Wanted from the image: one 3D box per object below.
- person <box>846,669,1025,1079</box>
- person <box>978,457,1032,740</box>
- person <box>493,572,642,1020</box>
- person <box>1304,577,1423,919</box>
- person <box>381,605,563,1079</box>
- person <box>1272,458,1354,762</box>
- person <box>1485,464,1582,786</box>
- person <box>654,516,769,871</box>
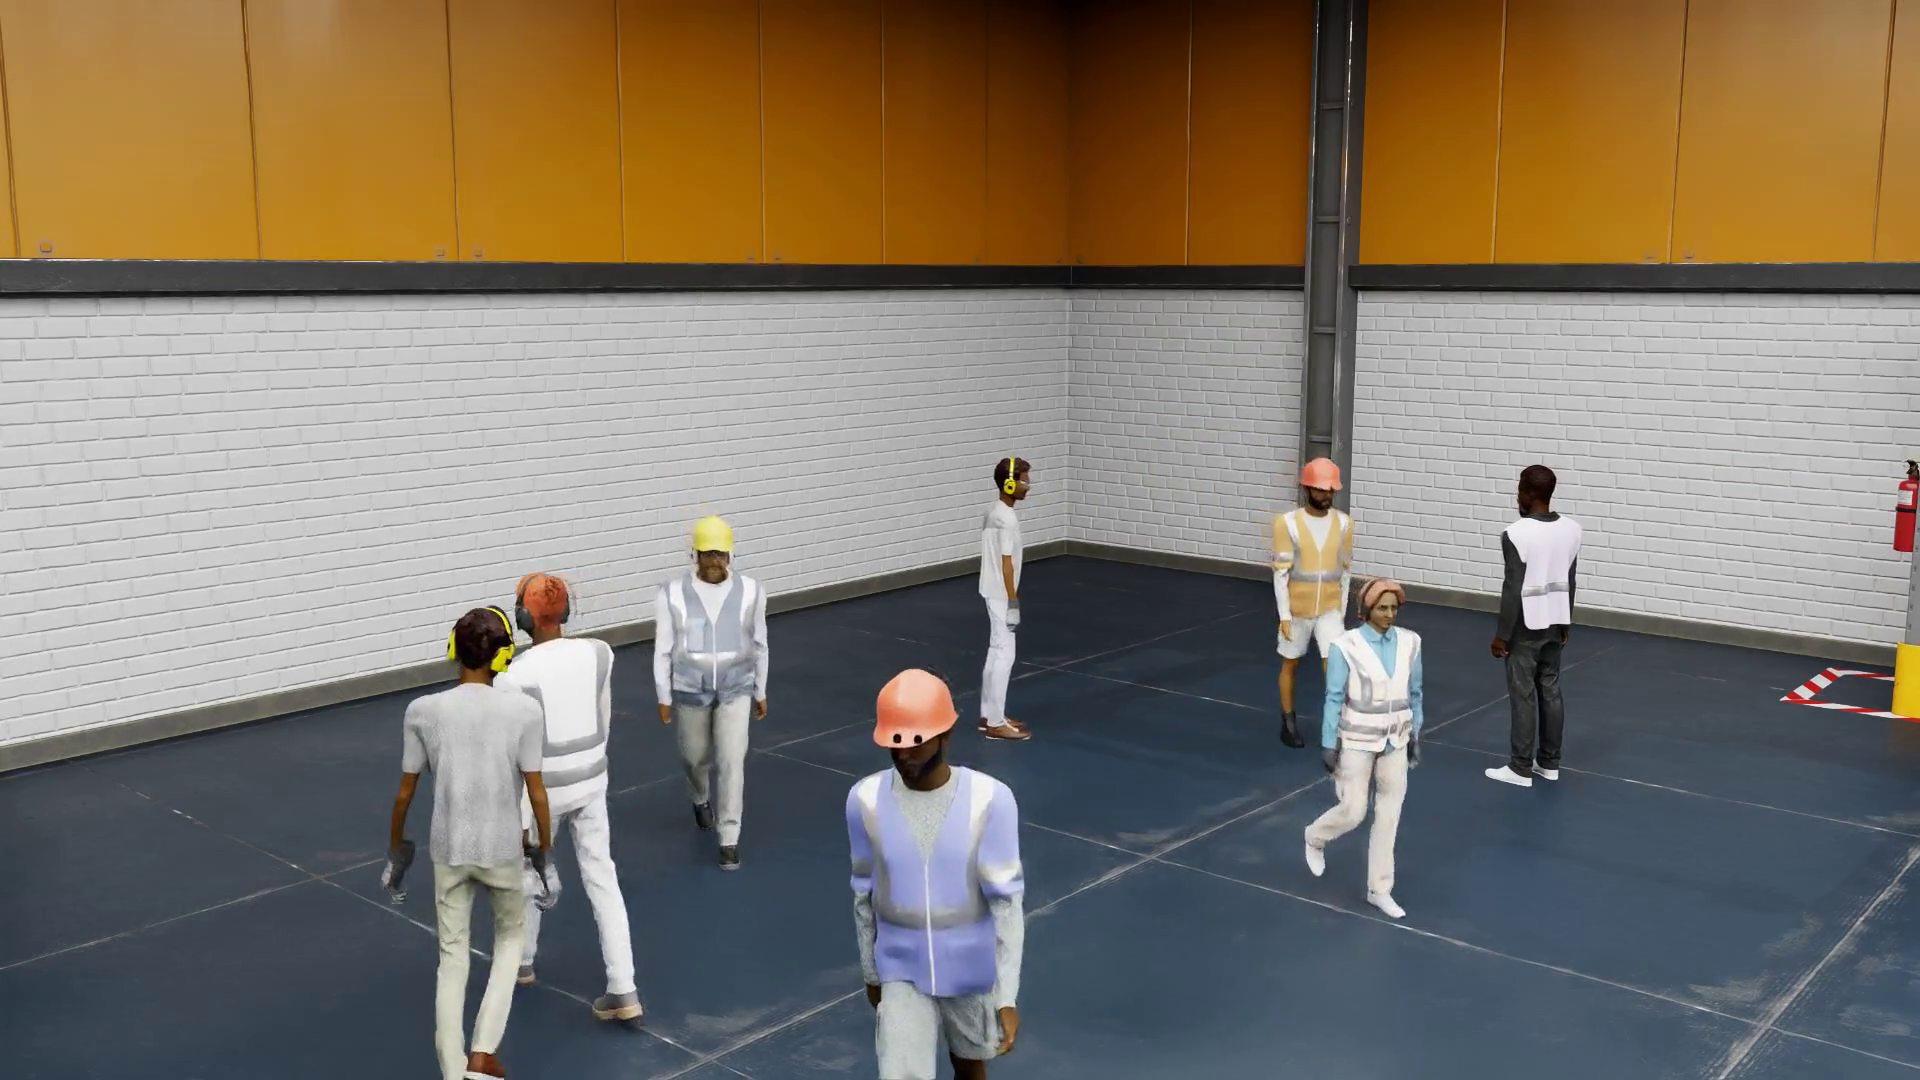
[{"bbox_3d":[-0.076,1.300,5.096,0.554,1.887,1.034,1,9,6],"label":"person"},{"bbox_3d":[0.294,0.381,10.905,0.330,1.860,0.519,-1,9,-9],"label":"person"},{"bbox_3d":[-1.645,1.042,6.861,0.571,1.837,1.007,-8,12,-40],"label":"person"},{"bbox_3d":[1.943,0.962,8.005,0.518,1.620,0.564,-3,10,-20],"label":"person"},{"bbox_3d":[-1.779,1.162,6.034,0.675,1.843,0.463,-1,9,-6],"label":"person"},{"bbox_3d":[2.224,0.438,10.395,0.552,1.893,0.953,-1,9,-6],"label":"person"},{"bbox_3d":[3.427,0.509,9.905,0.600,1.916,0.377,-5,10,-29],"label":"person"},{"bbox_3d":[-1.304,0.751,8.752,0.594,1.808,0.830,-2,9,-10],"label":"person"}]
